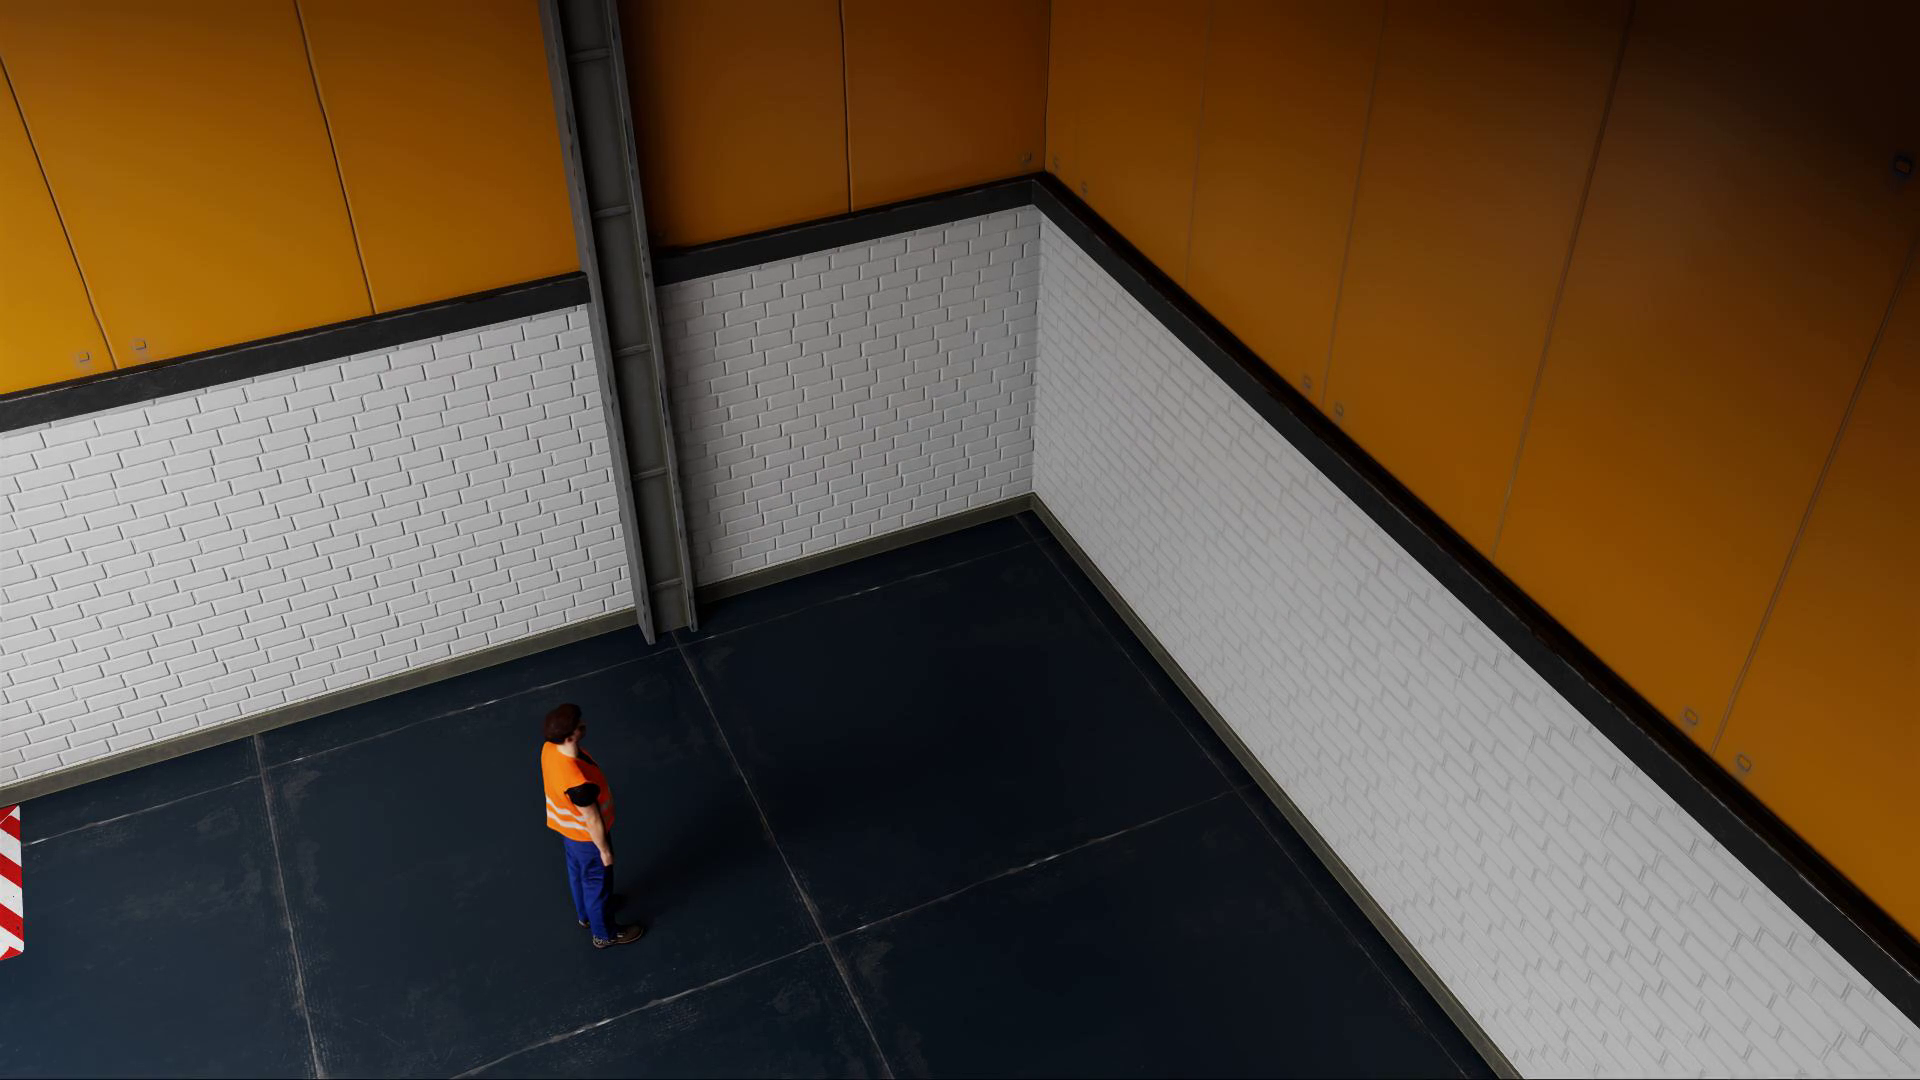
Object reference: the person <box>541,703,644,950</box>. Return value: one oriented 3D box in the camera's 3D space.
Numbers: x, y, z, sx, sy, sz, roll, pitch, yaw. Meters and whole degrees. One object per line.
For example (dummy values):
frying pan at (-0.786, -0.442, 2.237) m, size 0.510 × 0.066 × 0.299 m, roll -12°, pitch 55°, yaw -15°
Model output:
person at (-2.229, 1.691, 9.832) m, size 0.676 × 1.892 × 0.711 m, roll -23°, pitch 44°, yaw -26°
